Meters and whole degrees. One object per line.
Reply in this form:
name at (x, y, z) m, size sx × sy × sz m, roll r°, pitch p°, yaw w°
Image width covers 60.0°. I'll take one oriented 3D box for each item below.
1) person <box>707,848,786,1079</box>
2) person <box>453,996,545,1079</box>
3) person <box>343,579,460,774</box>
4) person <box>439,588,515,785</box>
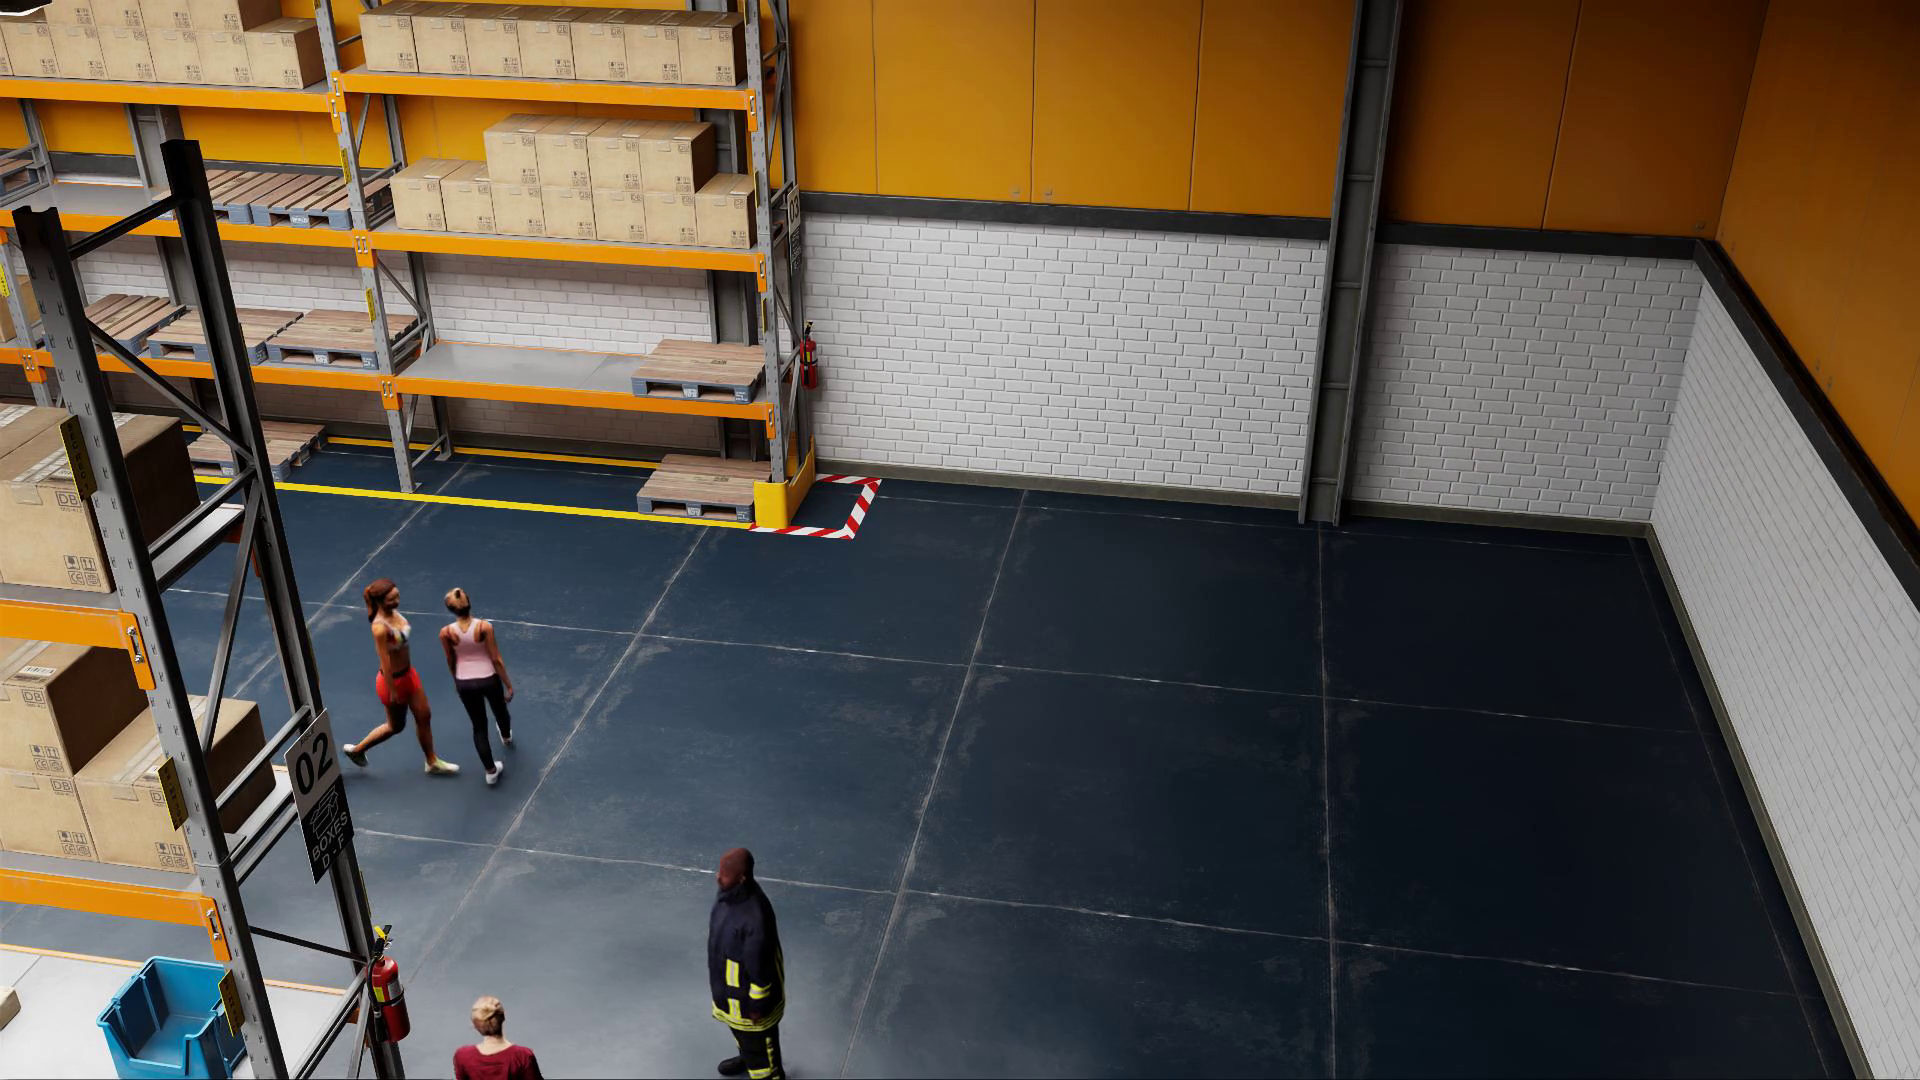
person at (-1.249, 2.530, 9.793) m, size 0.886 × 1.821 × 0.854 m, roll -14°, pitch 32°, yaw -24°
person at (-2.423, 3.130, 8.836) m, size 0.758 × 1.686 × 0.784 m, roll 1°, pitch 29°, yaw 2°
person at (-4.333, 1.073, 12.529) m, size 1.099 × 1.760 × 0.721 m, roll -1°, pitch 29°, yaw -2°
person at (-3.651, 1.124, 12.569) m, size 0.983 × 1.633 × 0.900 m, roll -3°, pitch 29°, yaw -6°
